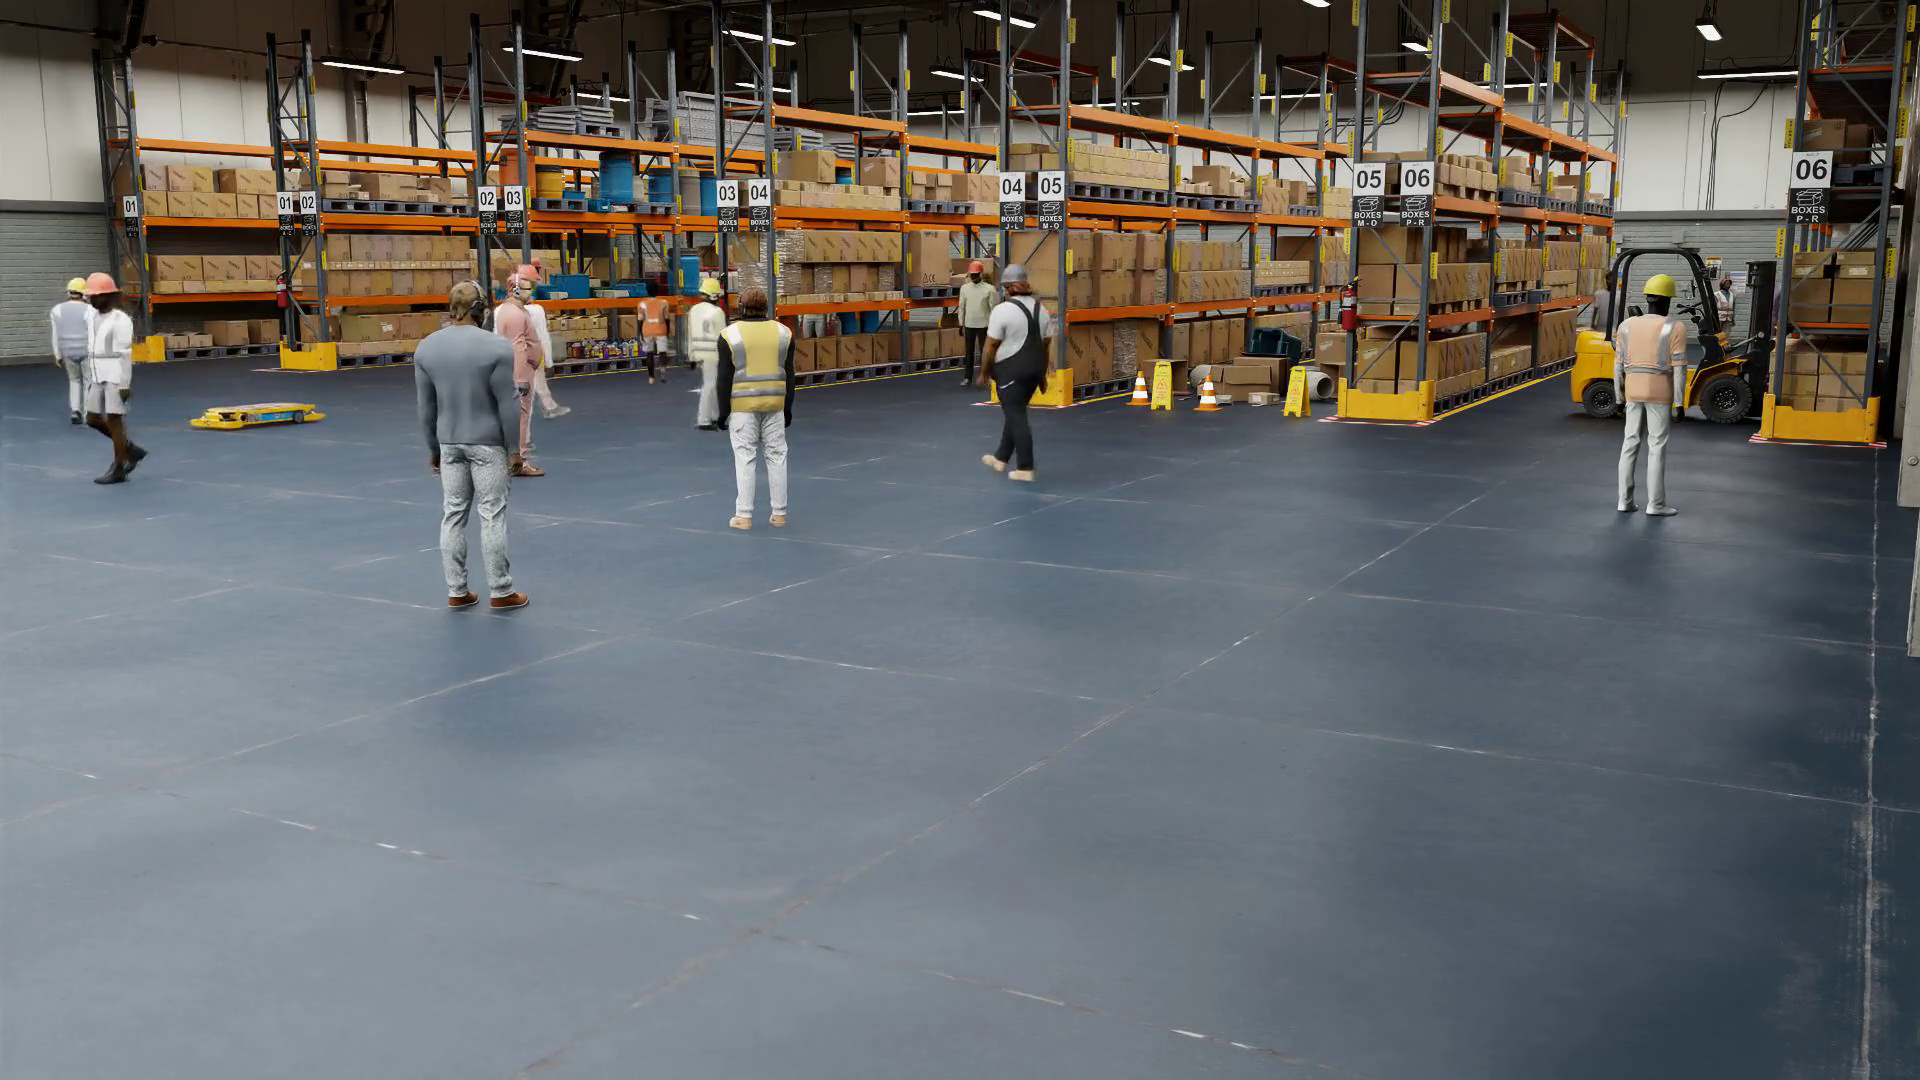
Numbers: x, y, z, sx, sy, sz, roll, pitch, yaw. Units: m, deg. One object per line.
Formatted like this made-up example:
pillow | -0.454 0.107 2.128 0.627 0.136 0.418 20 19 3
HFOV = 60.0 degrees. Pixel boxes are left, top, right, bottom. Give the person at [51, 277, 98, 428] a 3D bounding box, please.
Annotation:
person | -10.582 -2.248 20.056 0.615 1.814 0.434 -1 10 -5

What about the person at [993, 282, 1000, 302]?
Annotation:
person | 0.636 -3.639 28.744 0.532 1.623 0.497 7 12 37

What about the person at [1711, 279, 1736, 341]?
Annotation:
person | 14.902 -4.271 32.500 0.533 1.657 0.403 -2 10 -12

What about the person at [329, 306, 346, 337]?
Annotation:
person | -13.138 -4.858 35.023 0.614 1.936 0.953 7 12 34

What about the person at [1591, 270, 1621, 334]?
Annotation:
person | 10.597 -3.487 27.213 0.513 1.853 0.756 5 11 26

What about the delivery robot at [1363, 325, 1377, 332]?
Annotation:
delivery robot | 9.336 -4.632 37.428 0.707 0.478 0.477 -1 10 -8

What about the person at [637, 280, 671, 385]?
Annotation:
person | -4.888 -3.303 26.593 0.539 1.682 0.481 -2 10 -12

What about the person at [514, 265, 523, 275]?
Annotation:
person | -8.091 -4.099 30.639 0.401 1.904 0.646 -6 12 -32

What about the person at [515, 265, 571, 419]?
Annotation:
person | -5.329 -2.461 20.895 0.984 1.944 0.634 -4 11 -24

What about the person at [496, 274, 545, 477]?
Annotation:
person | -4.151 -1.556 15.745 0.402 1.906 0.652 -4 10 -22

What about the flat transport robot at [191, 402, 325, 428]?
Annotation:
flat transport robot | -8.622 -1.545 20.456 0.652 0.197 1.431 5 11 29

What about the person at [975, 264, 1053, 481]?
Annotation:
person | 0.423 -1.595 15.578 0.950 2.000 0.687 9 13 43

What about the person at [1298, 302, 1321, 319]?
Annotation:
person | 8.108 -5.427 38.532 0.653 1.868 0.908 8 13 40

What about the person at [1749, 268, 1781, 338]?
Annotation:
person | 13.968 -3.792 28.799 0.588 1.918 0.394 5 11 27

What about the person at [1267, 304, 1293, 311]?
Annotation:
person | 7.426 -5.445 38.499 0.580 1.910 0.422 8 13 39

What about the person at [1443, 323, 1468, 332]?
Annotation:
person | 10.701 -4.967 35.775 0.639 1.897 0.664 9 13 43

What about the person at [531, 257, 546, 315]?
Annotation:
person | -8.371 -4.534 32.779 0.608 2.044 0.371 7 12 37

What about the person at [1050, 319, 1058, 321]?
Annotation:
person | 1.742 -3.532 27.324 0.615 1.899 0.464 5 11 27

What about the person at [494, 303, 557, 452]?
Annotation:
person | -4.629 -1.879 17.763 0.597 1.866 0.619 3 10 18

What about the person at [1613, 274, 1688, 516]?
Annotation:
person | 5.536 -1.154 13.328 0.370 1.925 0.594 -8 12 -38

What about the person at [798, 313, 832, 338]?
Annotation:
person | -2.571 -3.922 29.536 0.624 1.934 0.364 0 10 0

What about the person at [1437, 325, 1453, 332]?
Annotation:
person | 9.694 -4.564 33.318 0.560 1.923 0.693 5 11 26

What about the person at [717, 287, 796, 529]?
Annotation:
person | -1.561 -1.001 12.682 0.621 1.845 0.429 -5 11 -26

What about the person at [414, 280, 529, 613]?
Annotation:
person | -2.834 -0.533 9.680 0.627 1.934 0.370 2 10 12

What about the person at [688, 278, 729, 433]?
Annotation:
person | -2.862 -2.171 19.614 0.684 1.806 0.611 -9 13 -41

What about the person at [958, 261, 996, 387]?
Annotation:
person | 0.265 -3.428 26.453 0.621 1.989 0.398 3 10 17

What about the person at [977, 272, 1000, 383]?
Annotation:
person | 0.475 -3.458 27.151 0.441 1.809 0.557 -4 10 -20

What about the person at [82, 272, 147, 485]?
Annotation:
person | -7.751 -1.475 15.202 0.573 1.925 0.503 5 11 29
